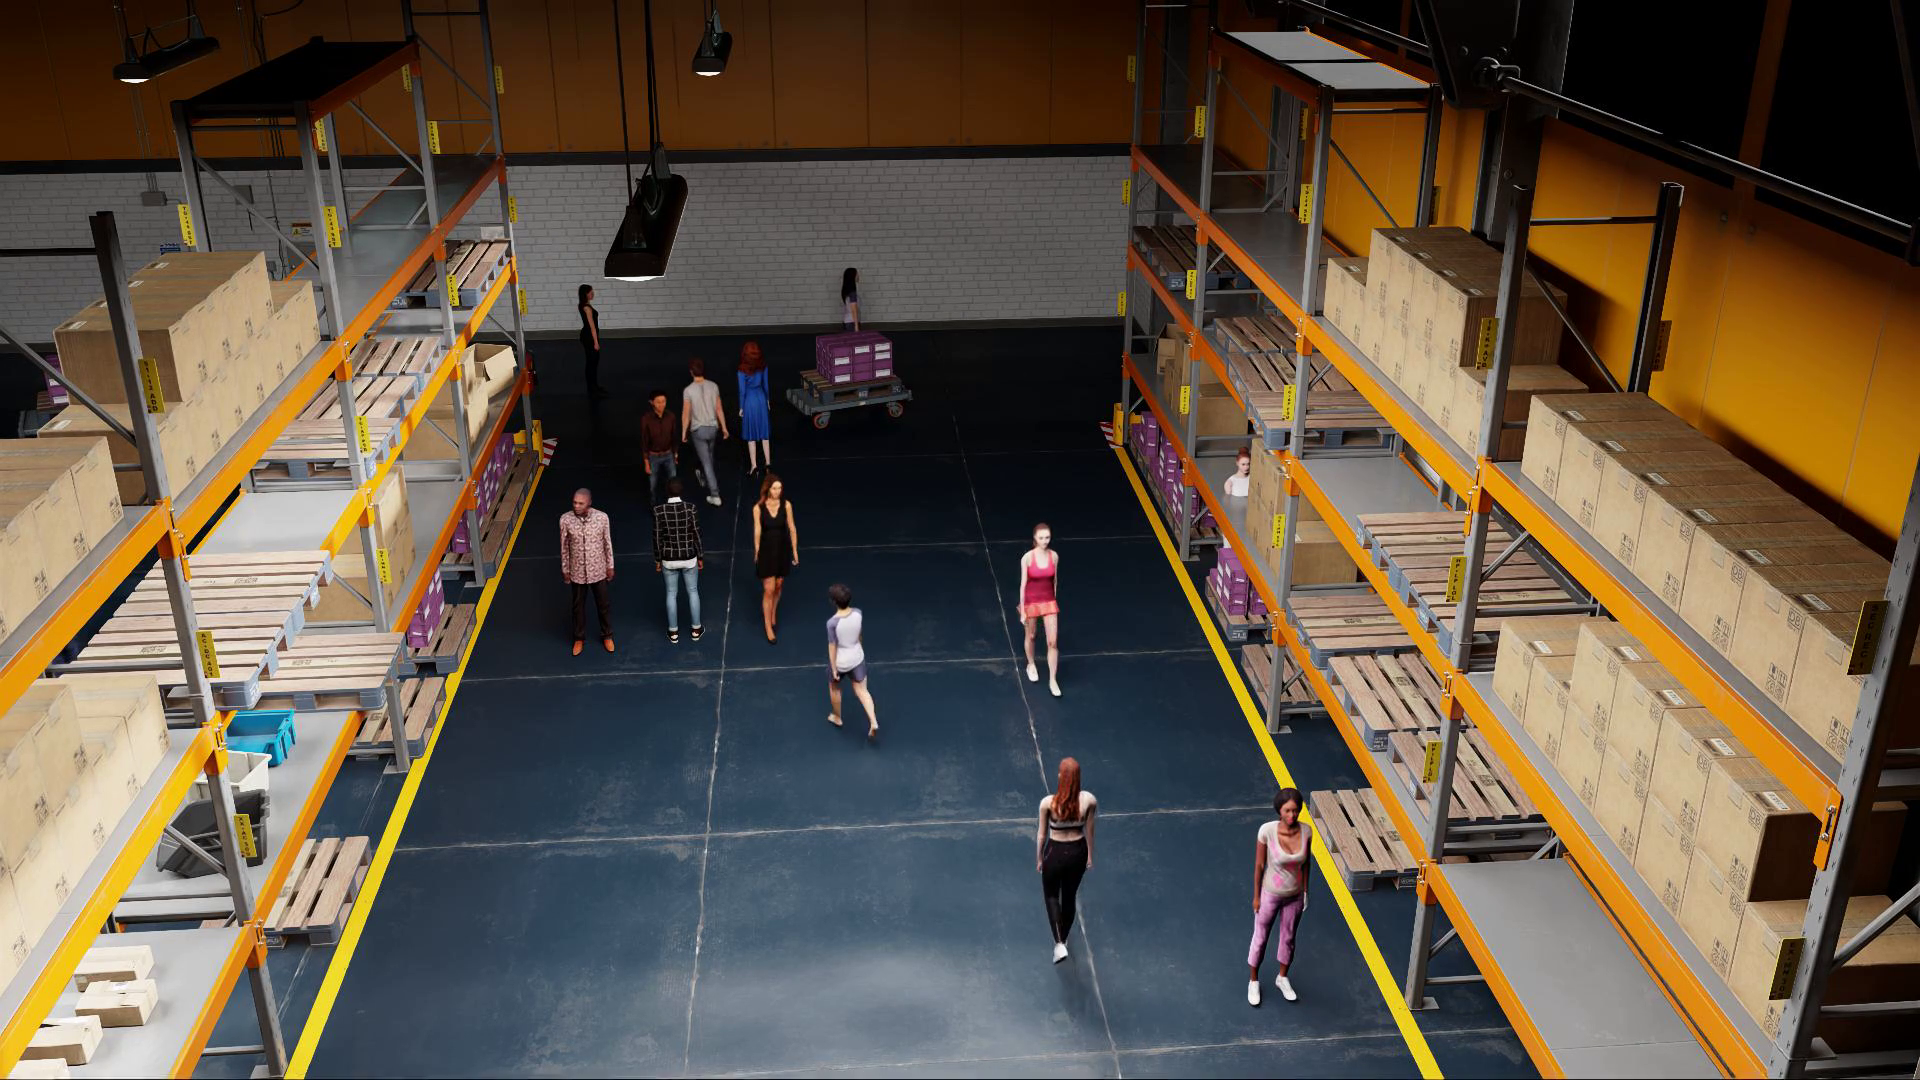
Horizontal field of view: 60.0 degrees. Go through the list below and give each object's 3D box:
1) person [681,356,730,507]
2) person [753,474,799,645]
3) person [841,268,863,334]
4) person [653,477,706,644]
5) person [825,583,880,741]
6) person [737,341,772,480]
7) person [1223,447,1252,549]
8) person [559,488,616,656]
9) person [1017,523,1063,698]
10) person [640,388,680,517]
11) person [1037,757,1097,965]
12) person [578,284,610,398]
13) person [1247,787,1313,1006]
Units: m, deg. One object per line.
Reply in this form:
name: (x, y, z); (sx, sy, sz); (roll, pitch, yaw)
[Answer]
person: (-3.142, -1.313, 20.711); (1.069, 1.844, 1.257); (-15, 28, -31)
person: (-1.954, 0.155, 17.400); (0.732, 1.807, 0.849); (-8, 25, -17)
person: (-1.661, -3.352, 25.548); (0.697, 1.706, 0.536); (-7, 25, -17)
person: (-2.923, 0.197, 17.286); (0.682, 1.820, 0.577); (-4, 24, -10)
person: (-1.012, 1.146, 15.478); (0.826, 1.531, 1.050); (-12, 26, -26)
person: (-2.670, -1.693, 21.603); (0.716, 1.827, 0.740); (-17, 29, -33)
person: (3.051, -0.170, 18.160); (0.581, 1.793, 0.543); (-6, 24, -13)
person: (-3.817, 0.292, 17.085); (0.697, 1.807, 0.609); (-5, 24, -11)
person: (0.754, 0.617, 16.442); (0.596, 1.727, 0.924); (-3, 24, -7)
person: (-3.679, -1.003, 20.145); (0.946, 1.729, 1.203); (-11, 26, -24)
person: (0.796, 2.423, 12.306); (0.582, 1.731, 0.838); (-2, 24, -4)
person: (-5.489, -2.971, 24.699); (0.720, 1.689, 0.602); (-11, 26, -23)
person: (2.308, 2.554, 11.994); (0.571, 1.741, 0.522); (-3, 24, -8)
